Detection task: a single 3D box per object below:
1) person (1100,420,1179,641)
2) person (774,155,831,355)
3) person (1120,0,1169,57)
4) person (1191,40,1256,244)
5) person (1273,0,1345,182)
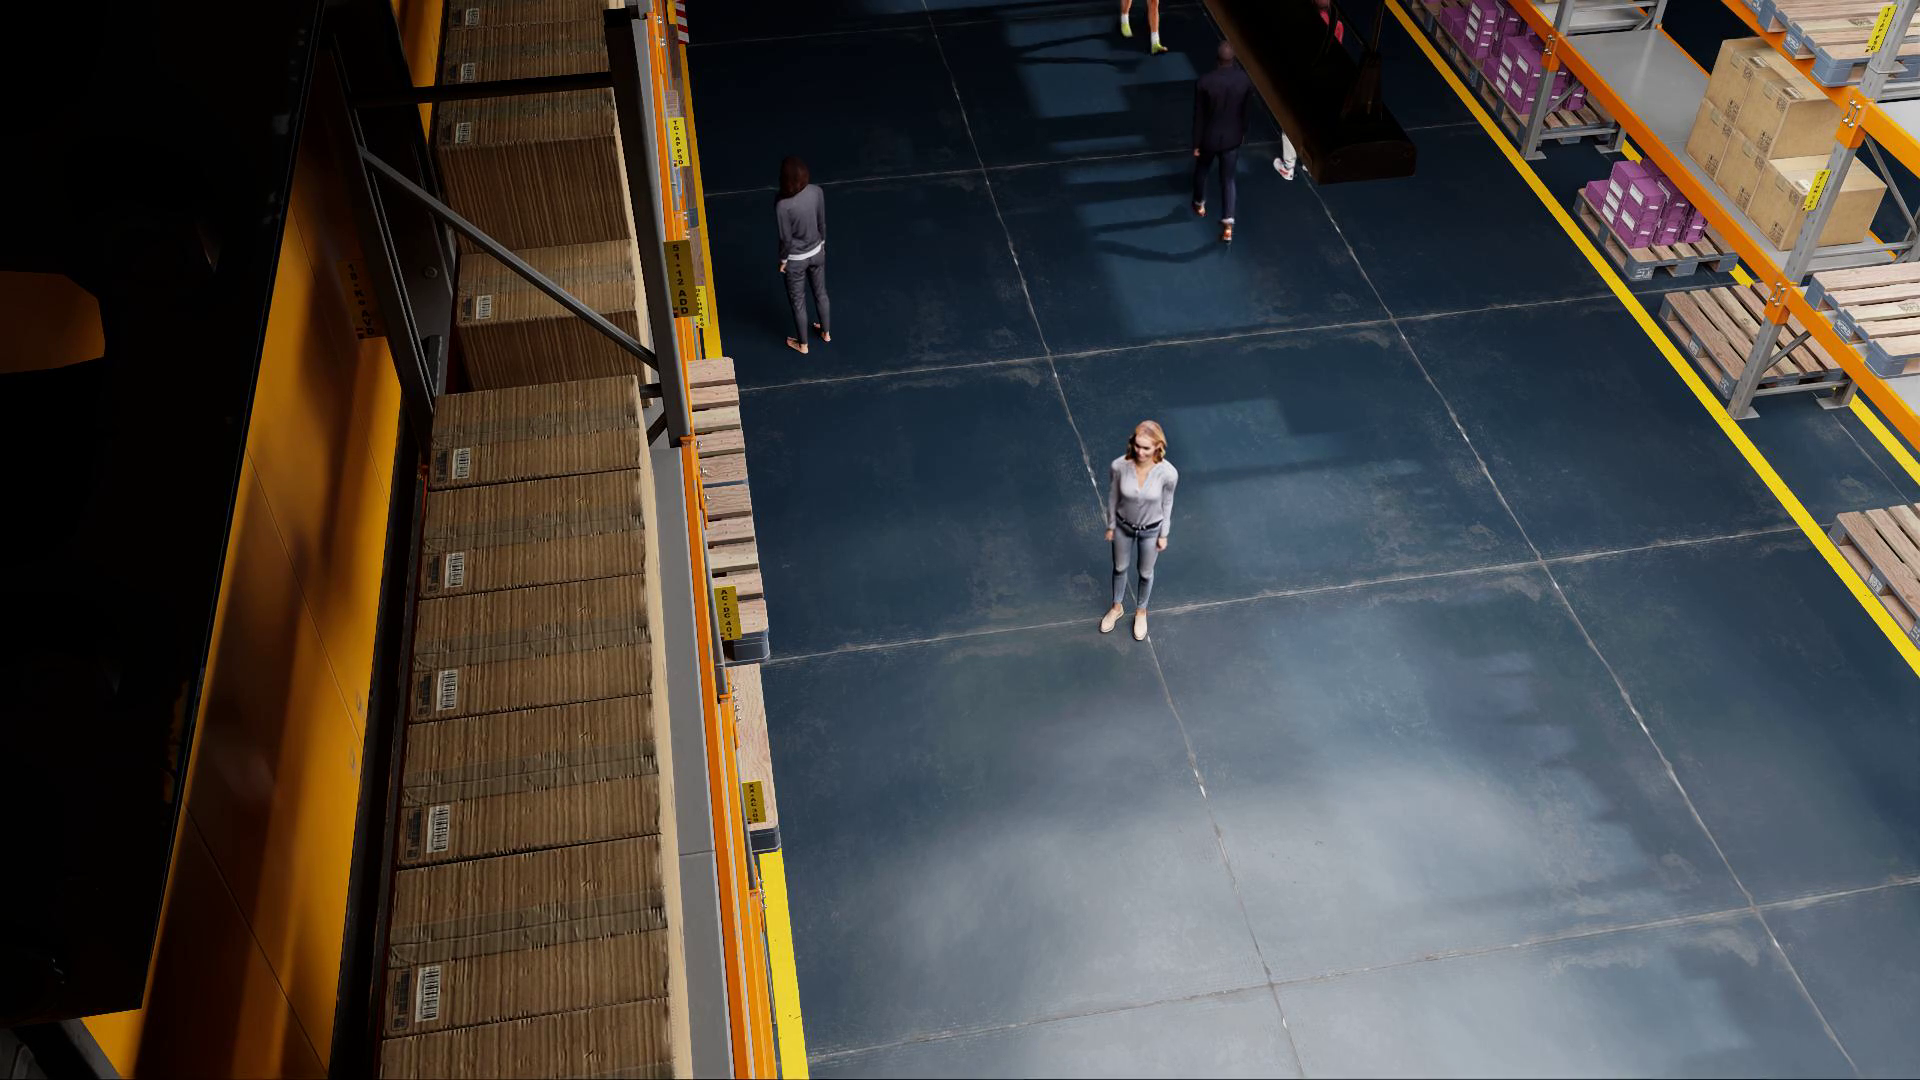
[{"bbox_3d":[1.174,-0.078,10.995,0.663,1.796,0.661,12,45,12],"label":"person"},{"bbox_3d":[-1.256,-2.300,13.348,0.690,1.769,0.689,-30,51,-28],"label":"person"},{"bbox_3d":[1.845,-5.979,17.200,0.761,1.781,1.185,-13,45,-13],"label":"person"},{"bbox_3d":[2.287,-3.449,14.540,0.837,1.789,1.209,1,44,1],"label":"person"},{"bbox_3d":[3.213,-4.183,15.294,0.708,1.810,0.680,-3,44,-3],"label":"person"}]
